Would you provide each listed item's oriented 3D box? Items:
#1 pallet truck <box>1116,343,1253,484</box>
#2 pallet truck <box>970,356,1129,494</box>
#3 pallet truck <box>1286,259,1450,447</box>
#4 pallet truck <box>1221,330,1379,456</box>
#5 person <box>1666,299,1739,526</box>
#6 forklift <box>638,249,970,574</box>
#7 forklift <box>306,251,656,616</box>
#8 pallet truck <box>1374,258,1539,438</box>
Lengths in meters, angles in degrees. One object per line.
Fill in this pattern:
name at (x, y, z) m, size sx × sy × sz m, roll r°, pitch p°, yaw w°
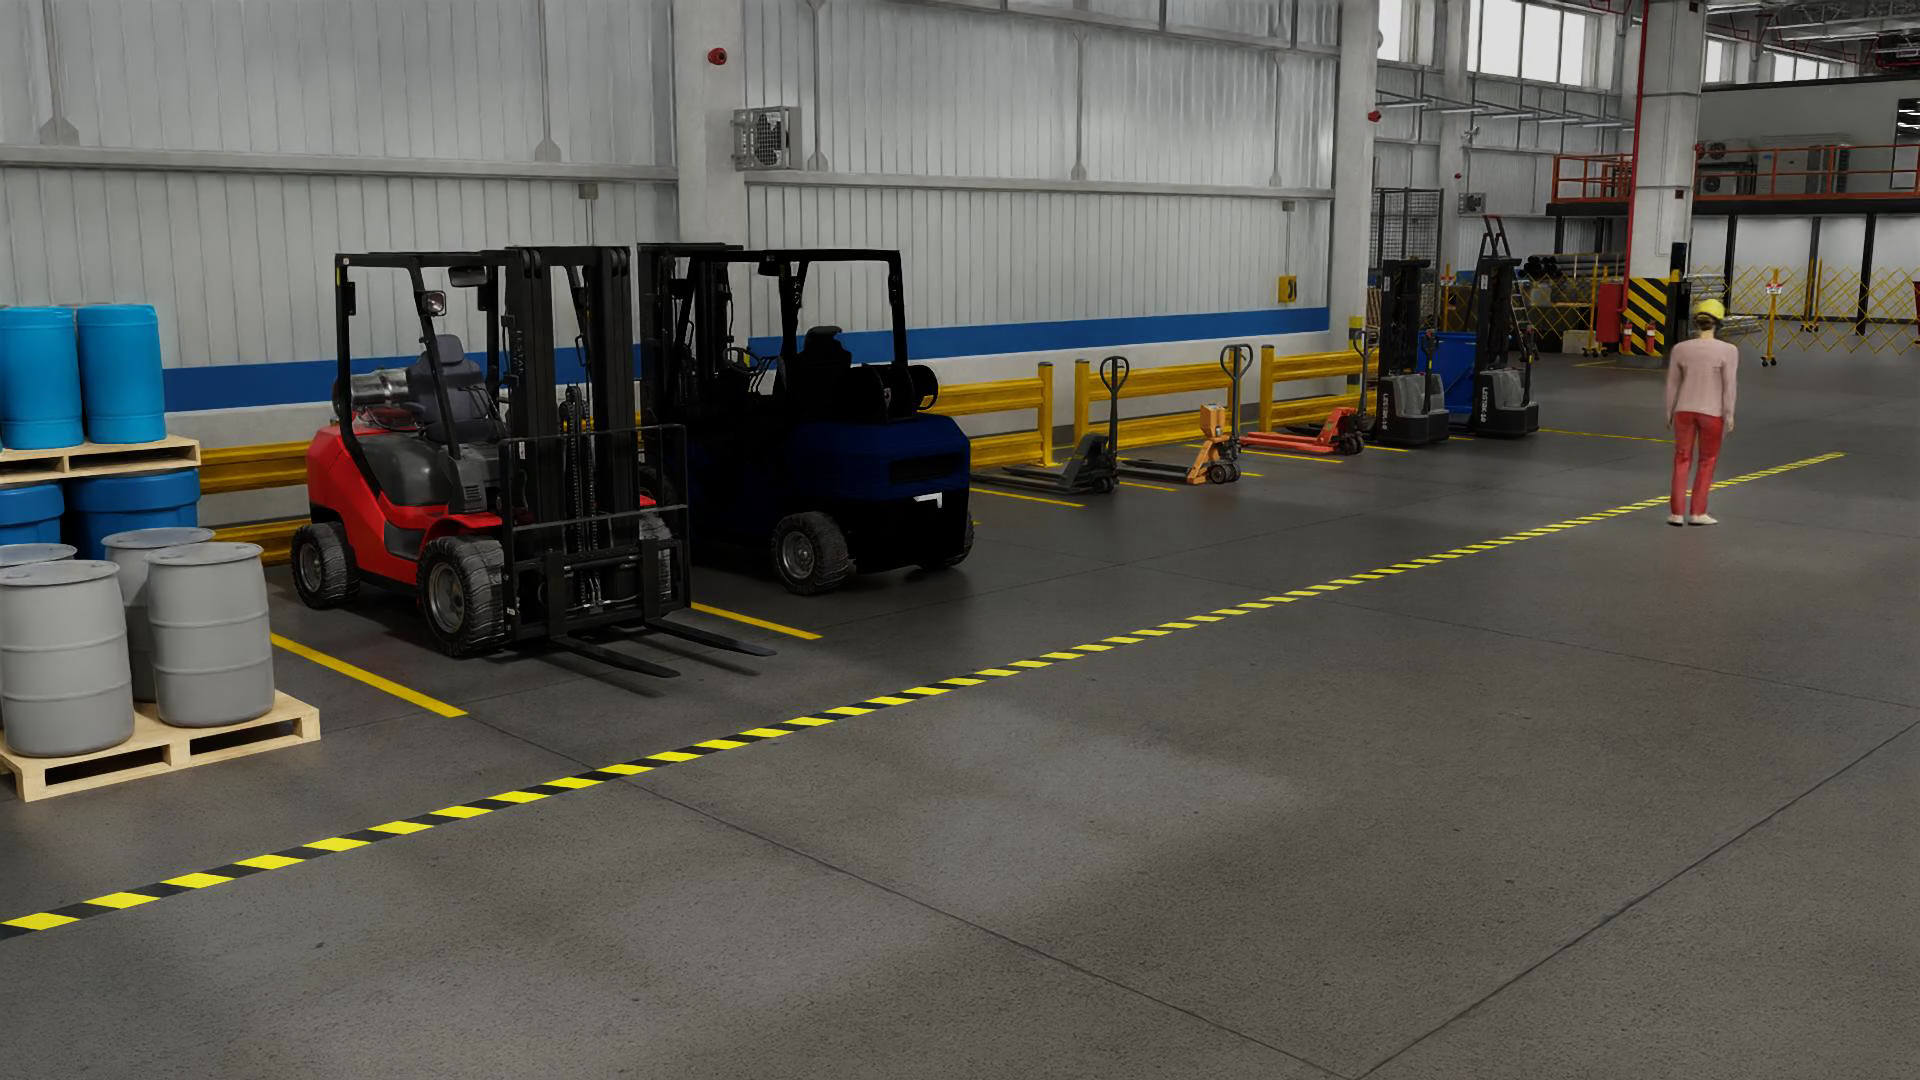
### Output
pallet truck at (1.962, -1.215, 15.415) m, size 1.522 × 1.261 × 0.704 m, roll 10°, pitch 14°, yaw 43°
pallet truck at (0.784, -1.085, 14.876) m, size 0.680 × 1.201 × 1.601 m, roll -10°, pitch 14°, yaw -44°
pallet truck at (4.493, -2.078, 18.196) m, size 0.823 × 1.965 × 1.885 m, roll -9°, pitch 14°, yaw -40°
pallet truck at (3.563, -1.581, 17.381) m, size 0.653 × 1.274 × 1.630 m, roll -10°, pitch 14°, yaw -44°
person at (5.696, -0.966, 12.803) m, size 0.401 × 1.753 × 0.535 m, roll -9°, pitch 14°, yaw -42°
forklift at (-1.173, -0.958, 11.239) m, size 2.680 × 1.987 × 1.157 m, roll 10°, pitch 14°, yaw 43°
forklift at (-2.833, -0.669, 9.694) m, size 1.157 × 1.987 × 2.680 m, roll -10°, pitch 14°, yaw -44°
pallet truck at (5.704, -2.208, 18.901) m, size 1.885 × 1.965 × 0.823 m, roll 10°, pitch 14°, yaw 43°
